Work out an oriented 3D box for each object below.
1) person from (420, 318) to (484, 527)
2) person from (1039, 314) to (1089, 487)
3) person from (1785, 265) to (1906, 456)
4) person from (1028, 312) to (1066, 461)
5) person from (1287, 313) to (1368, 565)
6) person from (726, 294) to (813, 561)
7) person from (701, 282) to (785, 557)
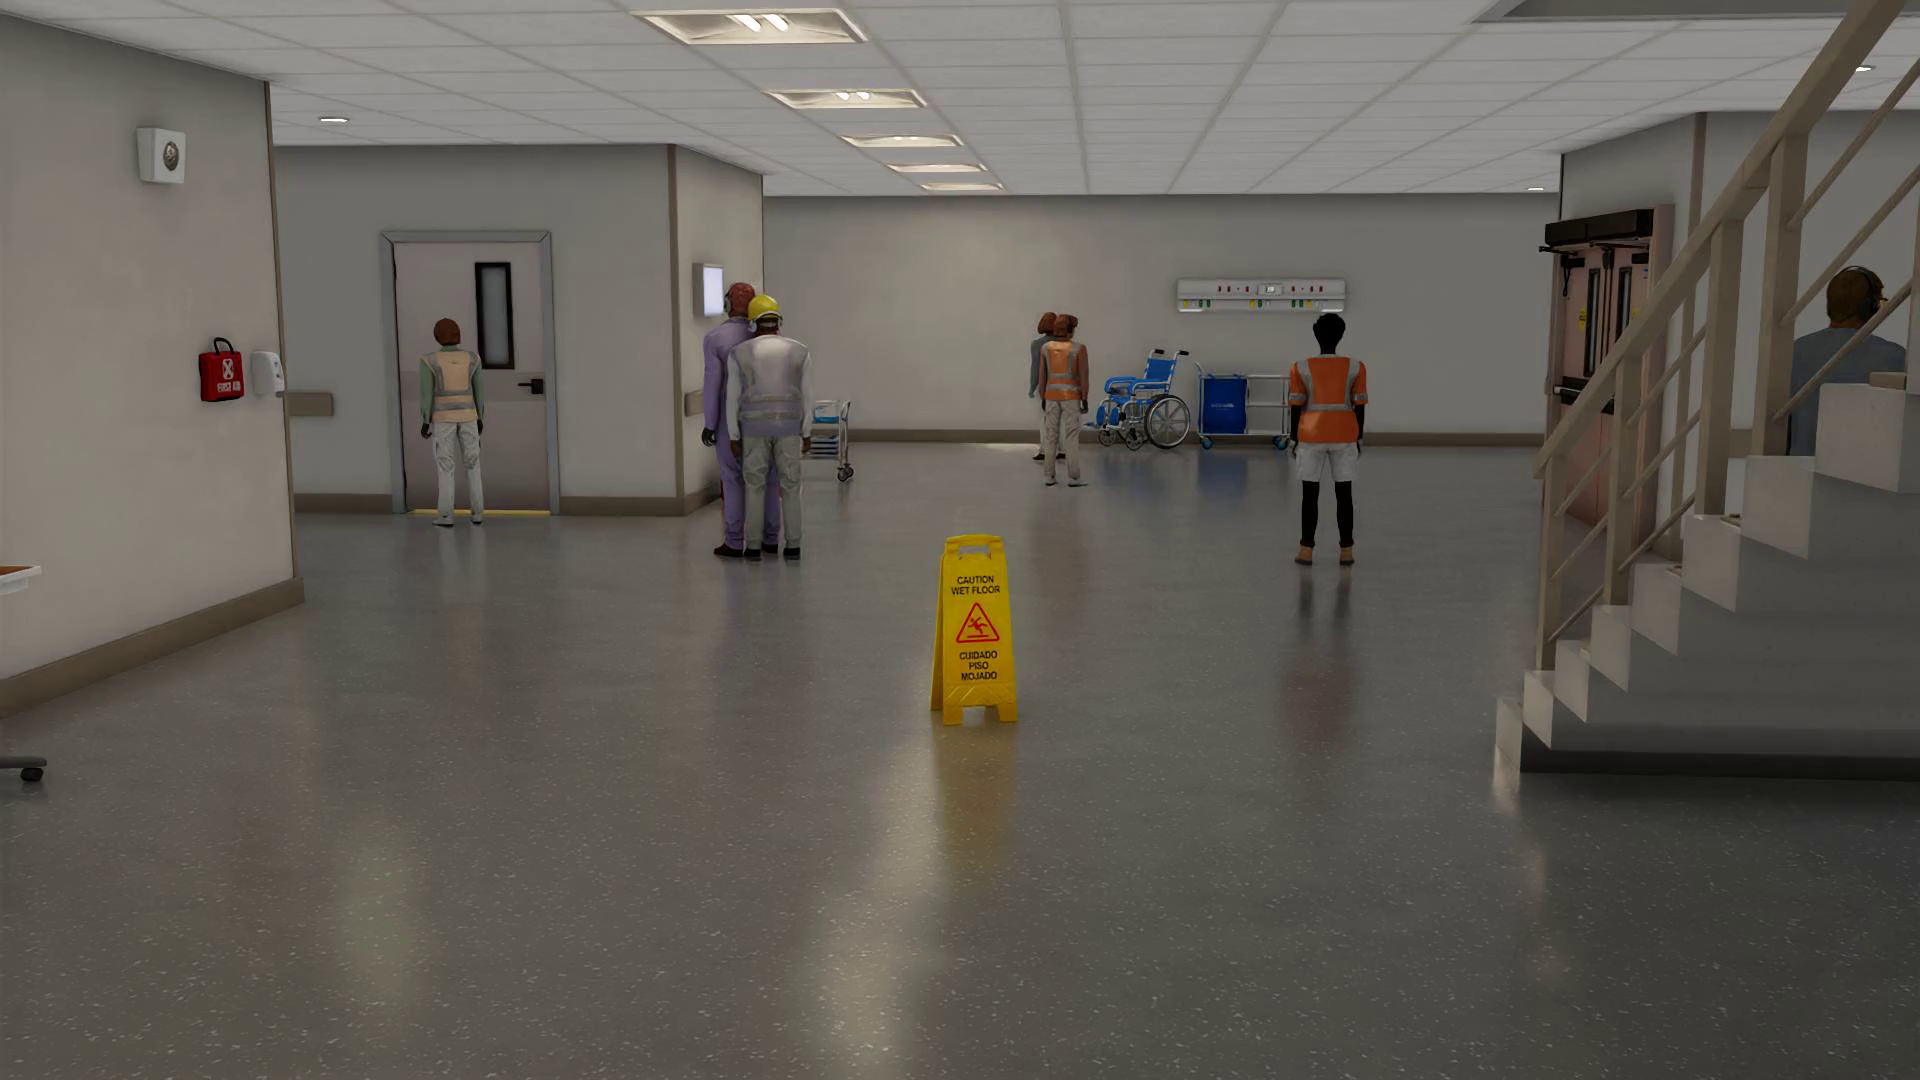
[{"bbox_3d":[-3.987,-0.921,13.086,0.514,1.639,0.310,-6,10,-37],"label":"person"},{"bbox_3d":[0.987,-1.322,15.816,0.517,1.636,0.313,5,10,31],"label":"person"},{"bbox_3d":[3.751,-0.194,7.128,0.379,1.940,0.629,-4,9,-26],"label":"person"},{"bbox_3d":[0.987,-1.676,18.234,0.498,1.634,0.278,-4,9,-24],"label":"person"},{"bbox_3d":[2.461,-0.668,11.167,0.531,1.697,0.320,1,8,5],"label":"person"},{"bbox_3d":[-1.302,-0.759,11.373,0.599,1.822,0.403,-2,9,-15],"label":"person"},{"bbox_3d":[-1.516,-0.837,11.609,0.651,1.906,0.402,-6,10,-34],"label":"person"}]
